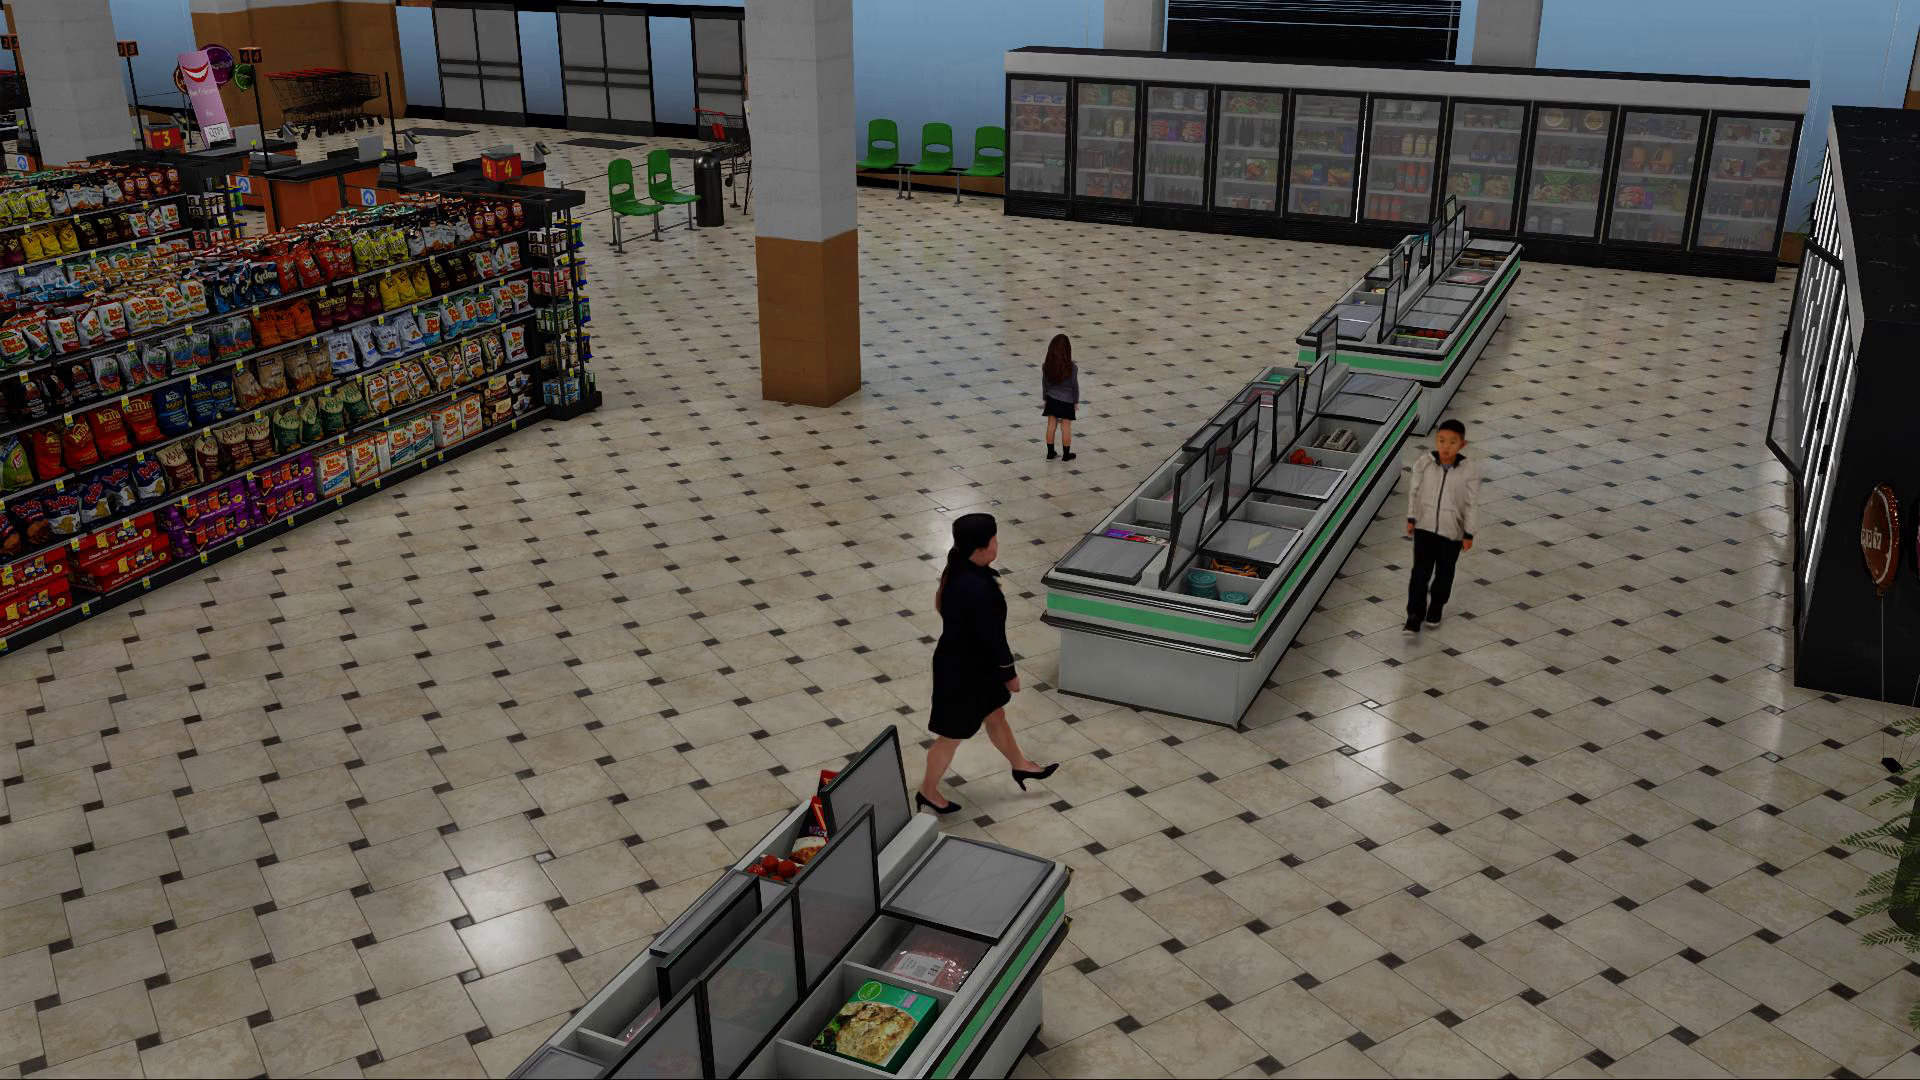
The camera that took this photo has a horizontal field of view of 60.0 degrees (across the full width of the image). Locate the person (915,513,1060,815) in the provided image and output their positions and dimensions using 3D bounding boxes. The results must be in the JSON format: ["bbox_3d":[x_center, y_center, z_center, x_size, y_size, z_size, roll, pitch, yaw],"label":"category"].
[{"bbox_3d":[-0.032,0.692,8.512,1.108,1.634,1.106,-4,22,-10],"label":"person"}]

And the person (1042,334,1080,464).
[{"bbox_3d":[0.836,-1.193,13.910,0.472,1.105,0.443,9,24,22],"label":"person"}]

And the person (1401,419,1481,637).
[{"bbox_3d":[3.118,-0.102,10.757,0.626,1.432,0.859,9,24,21],"label":"person"}]
